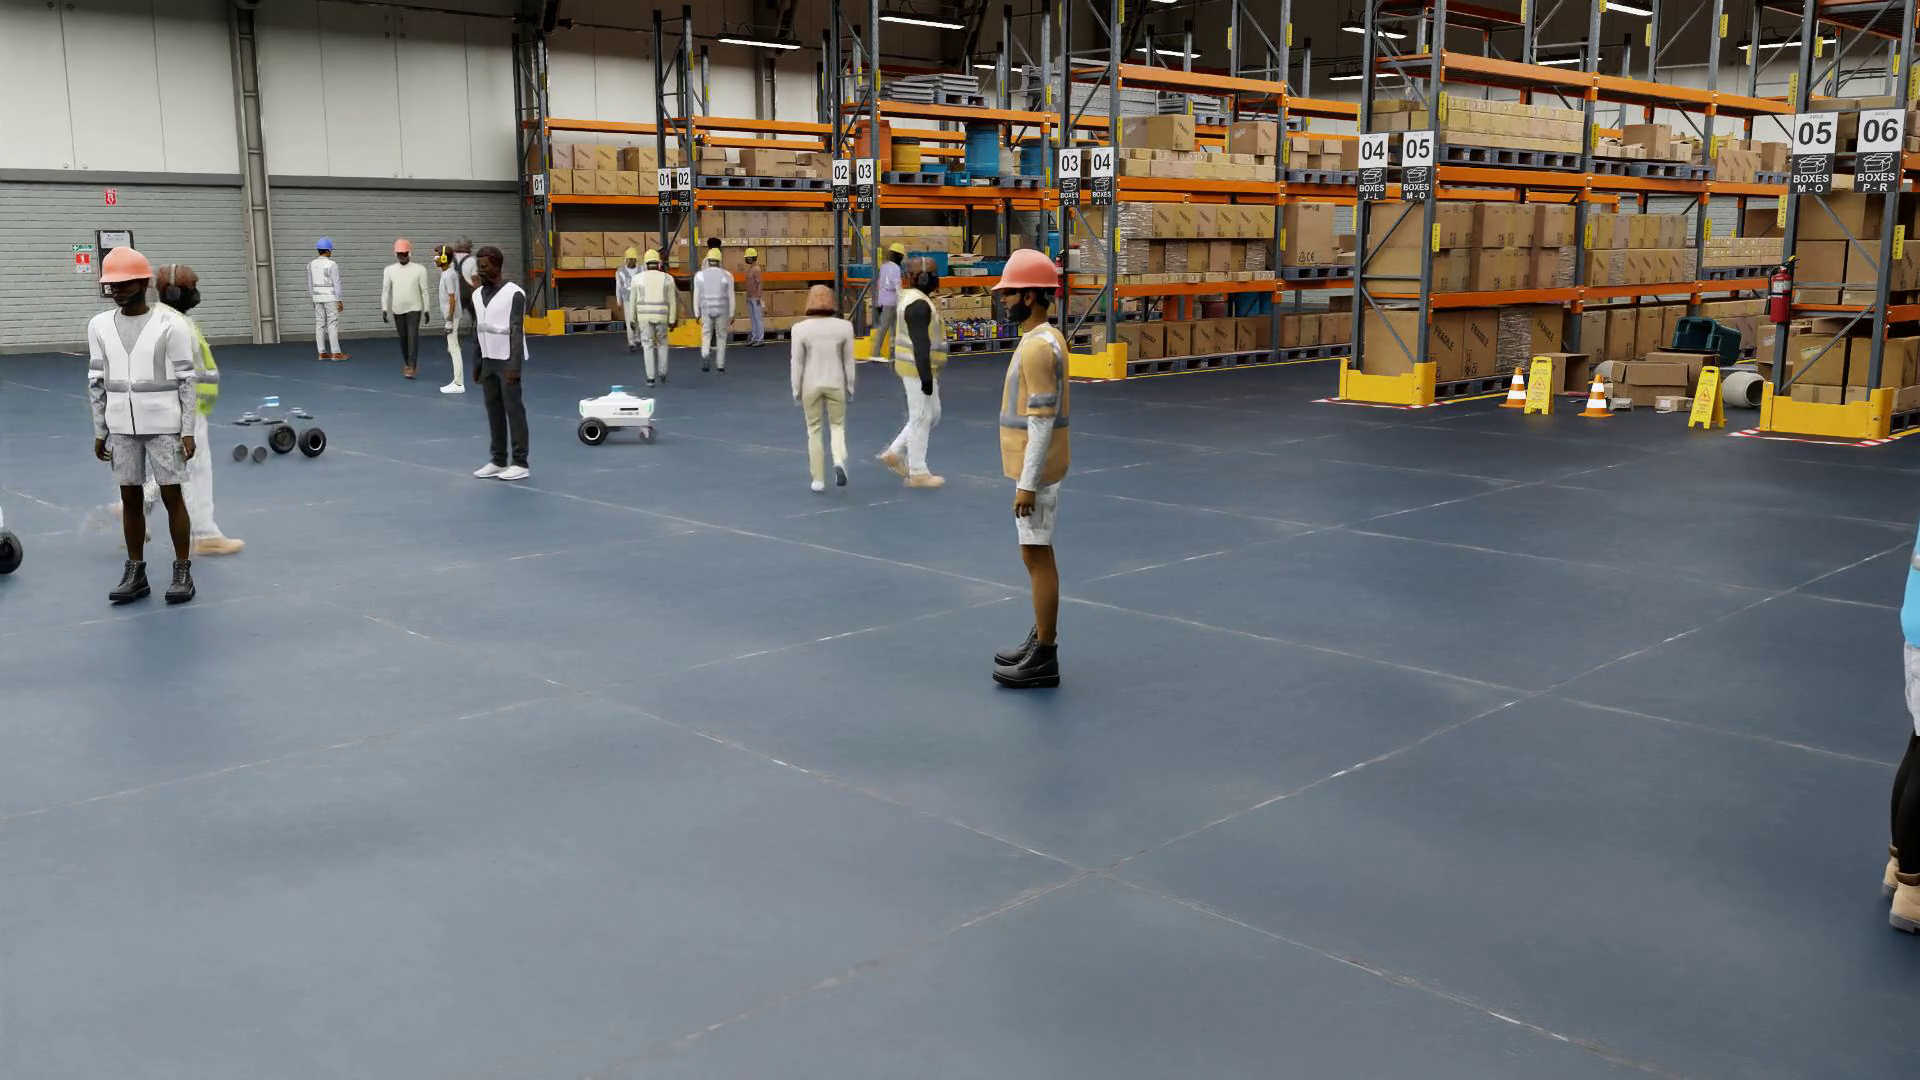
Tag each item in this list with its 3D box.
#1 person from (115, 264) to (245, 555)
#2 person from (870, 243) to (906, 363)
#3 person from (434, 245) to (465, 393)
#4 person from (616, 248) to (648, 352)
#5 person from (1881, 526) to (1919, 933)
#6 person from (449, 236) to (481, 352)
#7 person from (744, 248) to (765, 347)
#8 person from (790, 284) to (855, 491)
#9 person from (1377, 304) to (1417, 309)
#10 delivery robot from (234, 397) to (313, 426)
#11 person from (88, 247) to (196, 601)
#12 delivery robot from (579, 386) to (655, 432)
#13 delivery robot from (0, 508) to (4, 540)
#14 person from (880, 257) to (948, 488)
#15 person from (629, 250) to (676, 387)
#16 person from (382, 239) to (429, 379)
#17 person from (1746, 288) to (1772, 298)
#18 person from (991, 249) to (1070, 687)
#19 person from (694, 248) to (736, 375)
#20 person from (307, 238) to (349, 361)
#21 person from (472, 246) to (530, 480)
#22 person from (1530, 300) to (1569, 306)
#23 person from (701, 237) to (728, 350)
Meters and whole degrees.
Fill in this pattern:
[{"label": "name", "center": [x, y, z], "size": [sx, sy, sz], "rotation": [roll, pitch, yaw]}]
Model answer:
[{"label": "person", "center": [-4.968, -0.815, 10.470], "size": [0.660, 1.829, 0.630], "rotation": [-4, 11, -20]}, {"label": "person", "center": [-1.036, -3.755, 26.374], "size": [0.947, 1.859, 0.706], "rotation": [-4, 11, -21]}, {"label": "person", "center": [-6.540, -2.822, 21.278], "size": [0.335, 1.873, 0.521], "rotation": [-3, 11, -14]}, {"label": "person", "center": [-5.695, -4.201, 29.024], "size": [0.587, 1.792, 0.908], "rotation": [-3, 11, -16]}, {"label": "person", "center": [2.893, 0.287, 4.803], "size": [0.316, 1.695, 0.542], "rotation": [5, 12, 27]}, {"label": "person", "center": [-8.512, -4.256, 28.751], "size": [0.703, 2.000, 1.036], "rotation": [3, 11, 16]}, {"label": "person", "center": [-3.752, -4.391, 30.119], "size": [0.329, 1.767, 0.529], "rotation": [-6, 12, -29]}, {"label": "person", "center": [-1.066, -1.180, 12.980], "size": [0.513, 1.621, 0.435], "rotation": [-2, 11, -13]}, {"label": "person", "center": [6.206, -3.283, 23.894], "size": [0.960, 1.832, 0.574], "rotation": [-9, 14, -40]}, {"label": "delivery robot", "center": [-6.221, -1.182, 15.069], "size": [0.335, 0.223, 0.698], "rotation": [6, 12, 30]}, {"label": "person", "center": [-4.470, -0.621, 9.094], "size": [0.552, 1.935, 0.368], "rotation": [-1, 10, -3]}, {"label": "delivery robot", "center": [-3.339, -1.263, 16.228], "size": [0.707, 0.478, 0.477], "rotation": [-1, 10, -7]}, {"label": "delivery robot", "center": [-6.016, -0.078, 9.770], "size": [0.707, 0.478, 0.477], "rotation": [2, 11, 11]}, {"label": "person", "center": [-0.326, -1.340, 13.300], "size": [0.468, 1.832, 0.625], "rotation": [0, 10, -3]}, {"label": "person", "center": [-4.134, -2.982, 22.339], "size": [0.608, 1.804, 0.768], "rotation": [-3, 11, -16]}, {"label": "person", "center": [-7.903, -3.304, 23.716], "size": [0.636, 1.949, 0.996], "rotation": [-1, 10, -3]}, {"label": "person", "center": [15.326, -4.715, 31.561], "size": [1.024, 1.880, 0.649], "rotation": [-9, 14, -41]}, {"label": "person", "center": [0.312, -0.322, 7.464], "size": [0.358, 1.937, 0.548], "rotation": [1, 10, 5]}, {"label": "person", "center": [-3.535, -3.298, 24.018], "size": [0.591, 1.821, 0.412], "rotation": [0, 10, -1]}, {"label": "person", "center": [-10.177, -3.863, 26.746], "size": [0.614, 1.947, 0.388], "rotation": [4, 11, 23]}, {"label": "person", "center": [-3.809, -1.470, 13.801], "size": [0.594, 1.914, 0.393], "rotation": [7, 13, 34]}, {"label": "person", "center": [9.382, -3.777, 26.467], "size": [0.567, 1.883, 1.015], "rotation": [9, 14, 42]}, {"label": "person", "center": [-4.358, -4.347, 29.343], "size": [0.373, 1.962, 0.605], "rotation": [-6, 12, -29]}]
